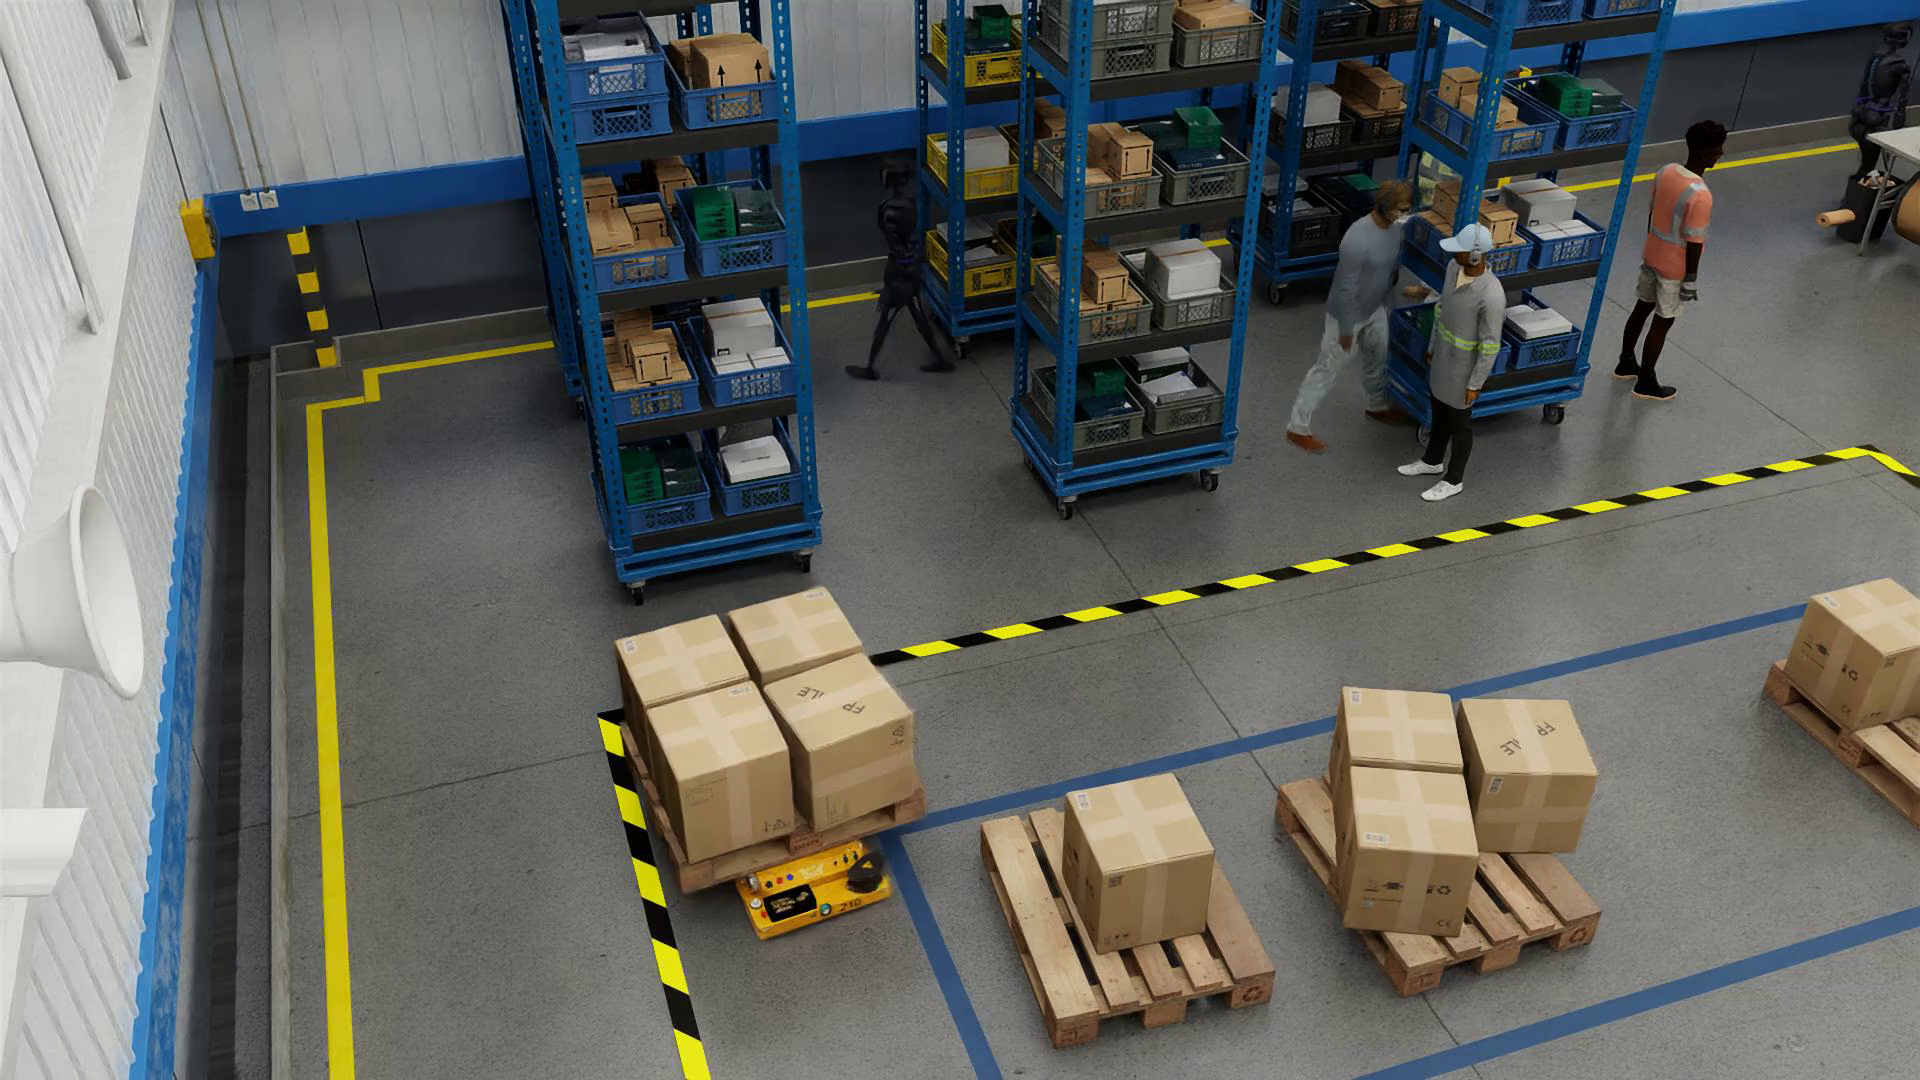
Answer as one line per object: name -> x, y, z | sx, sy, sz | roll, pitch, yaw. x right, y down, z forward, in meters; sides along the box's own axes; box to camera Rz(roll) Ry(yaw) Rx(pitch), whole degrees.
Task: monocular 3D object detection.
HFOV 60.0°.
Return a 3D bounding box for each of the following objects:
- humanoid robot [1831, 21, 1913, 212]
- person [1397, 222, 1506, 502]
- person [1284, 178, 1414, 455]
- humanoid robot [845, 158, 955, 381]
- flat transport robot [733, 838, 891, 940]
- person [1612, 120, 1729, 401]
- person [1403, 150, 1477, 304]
humanoid robot -> 7.623, -3.453, 13.725 | 0.489, 1.641, 0.598 | -5, 35, -7
person -> 3.033, -1.093, 10.232 | 0.389, 1.849, 0.595 | -8, 36, -12
person -> 2.642, -1.484, 10.769 | 0.570, 1.894, 0.786 | 26, 43, 32
humanoid robot -> -0.426, -1.864, 11.505 | 0.755, 1.624, 0.597 | 6, 36, 8
flat transport robot -> -0.912, 1.305, 8.181 | 0.652, 0.197, 1.431 | -15, 38, -20
person -> 4.824, -1.890, 11.264 | 0.368, 1.965, 0.605 | -5, 35, -7
person -> 3.576, -2.541, 12.293 | 0.429, 1.841, 0.633 | 6, 36, 8
